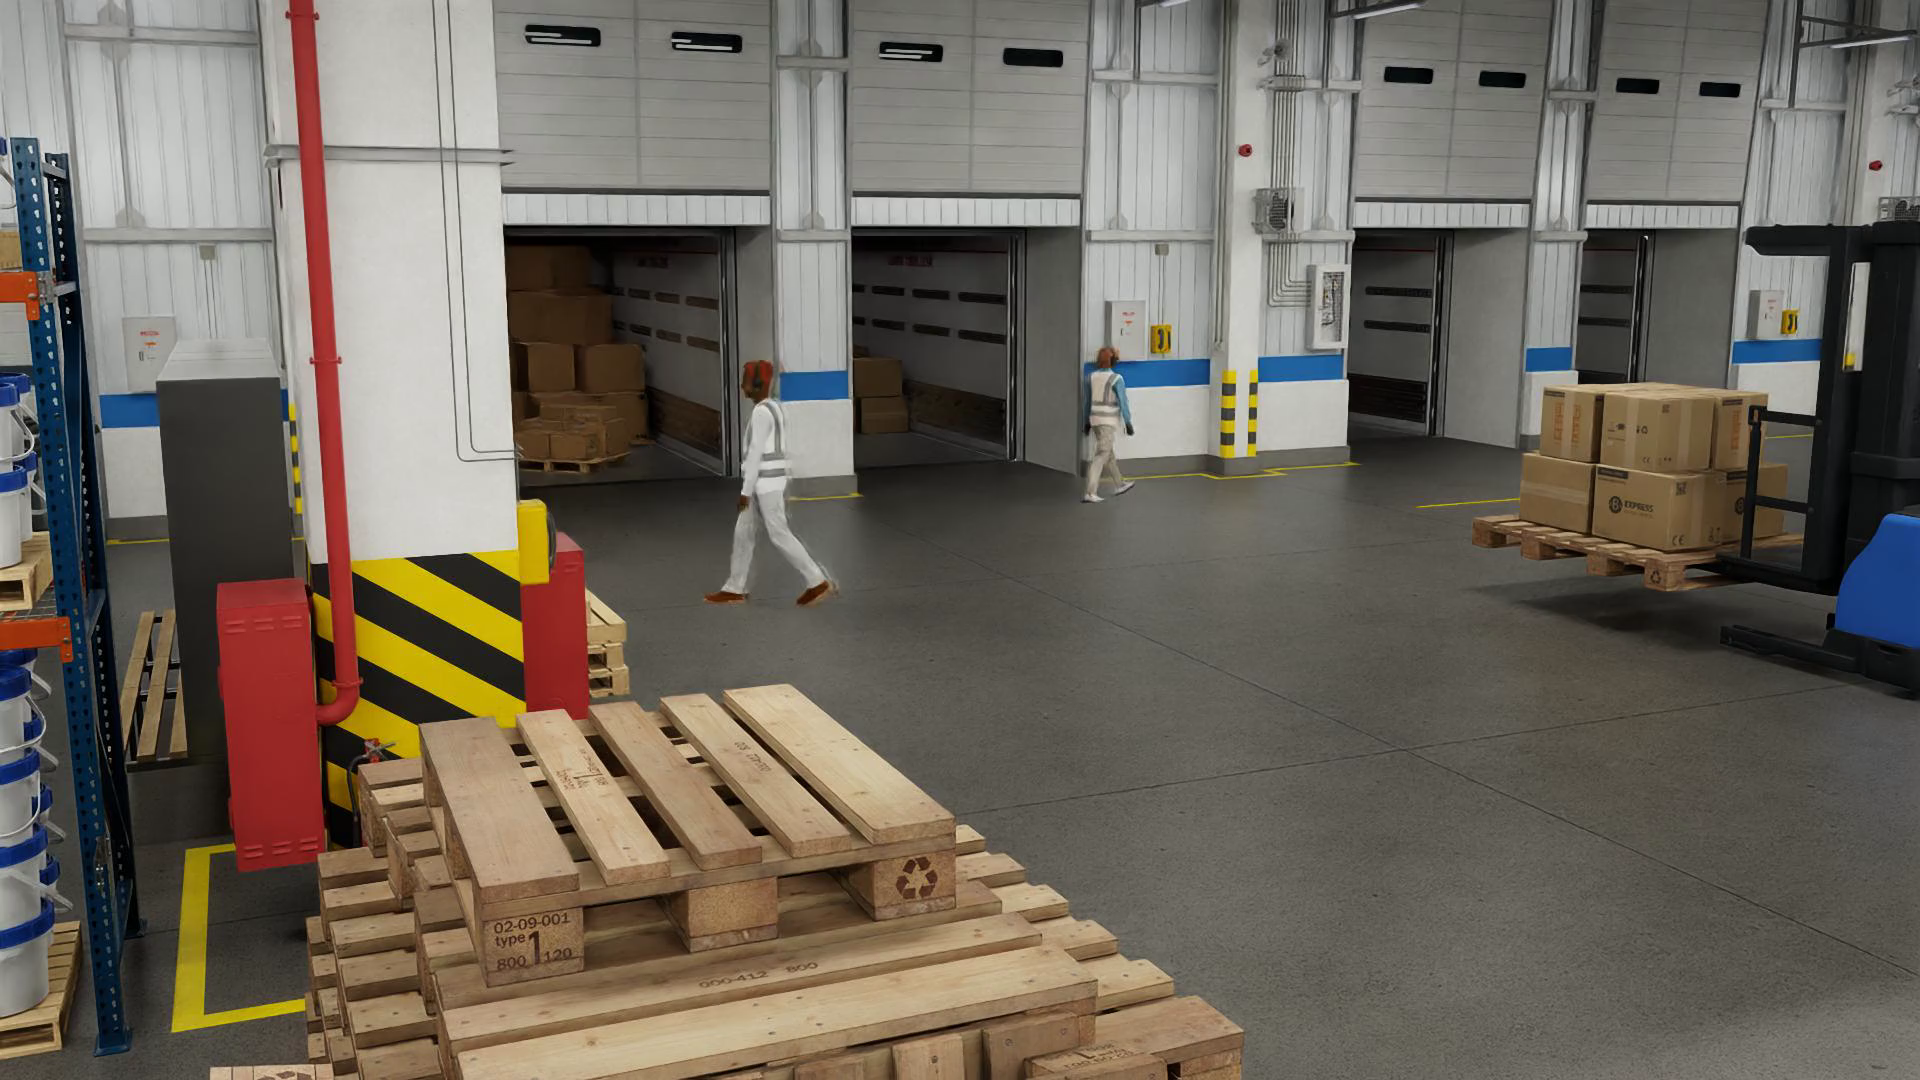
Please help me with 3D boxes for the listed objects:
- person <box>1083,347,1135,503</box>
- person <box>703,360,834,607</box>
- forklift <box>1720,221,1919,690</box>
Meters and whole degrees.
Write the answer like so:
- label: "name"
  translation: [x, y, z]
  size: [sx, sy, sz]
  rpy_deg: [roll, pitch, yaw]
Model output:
- label: "person"
  translation: [1.580, -1.201, 17.351]
  size: [0.856, 1.597, 0.524]
  rpy_deg: [-7, 12, -34]
- label: "person"
  translation: [-1.399, -0.405, 12.293]
  size: [0.955, 1.851, 0.584]
  rpy_deg: [-1, 10, -6]
- label: "forklift"
  translation: [5.949, -0.550, 10.218]
  size: [1.129, 2.768, 1.873]
  rpy_deg: [-4, 11, -23]
